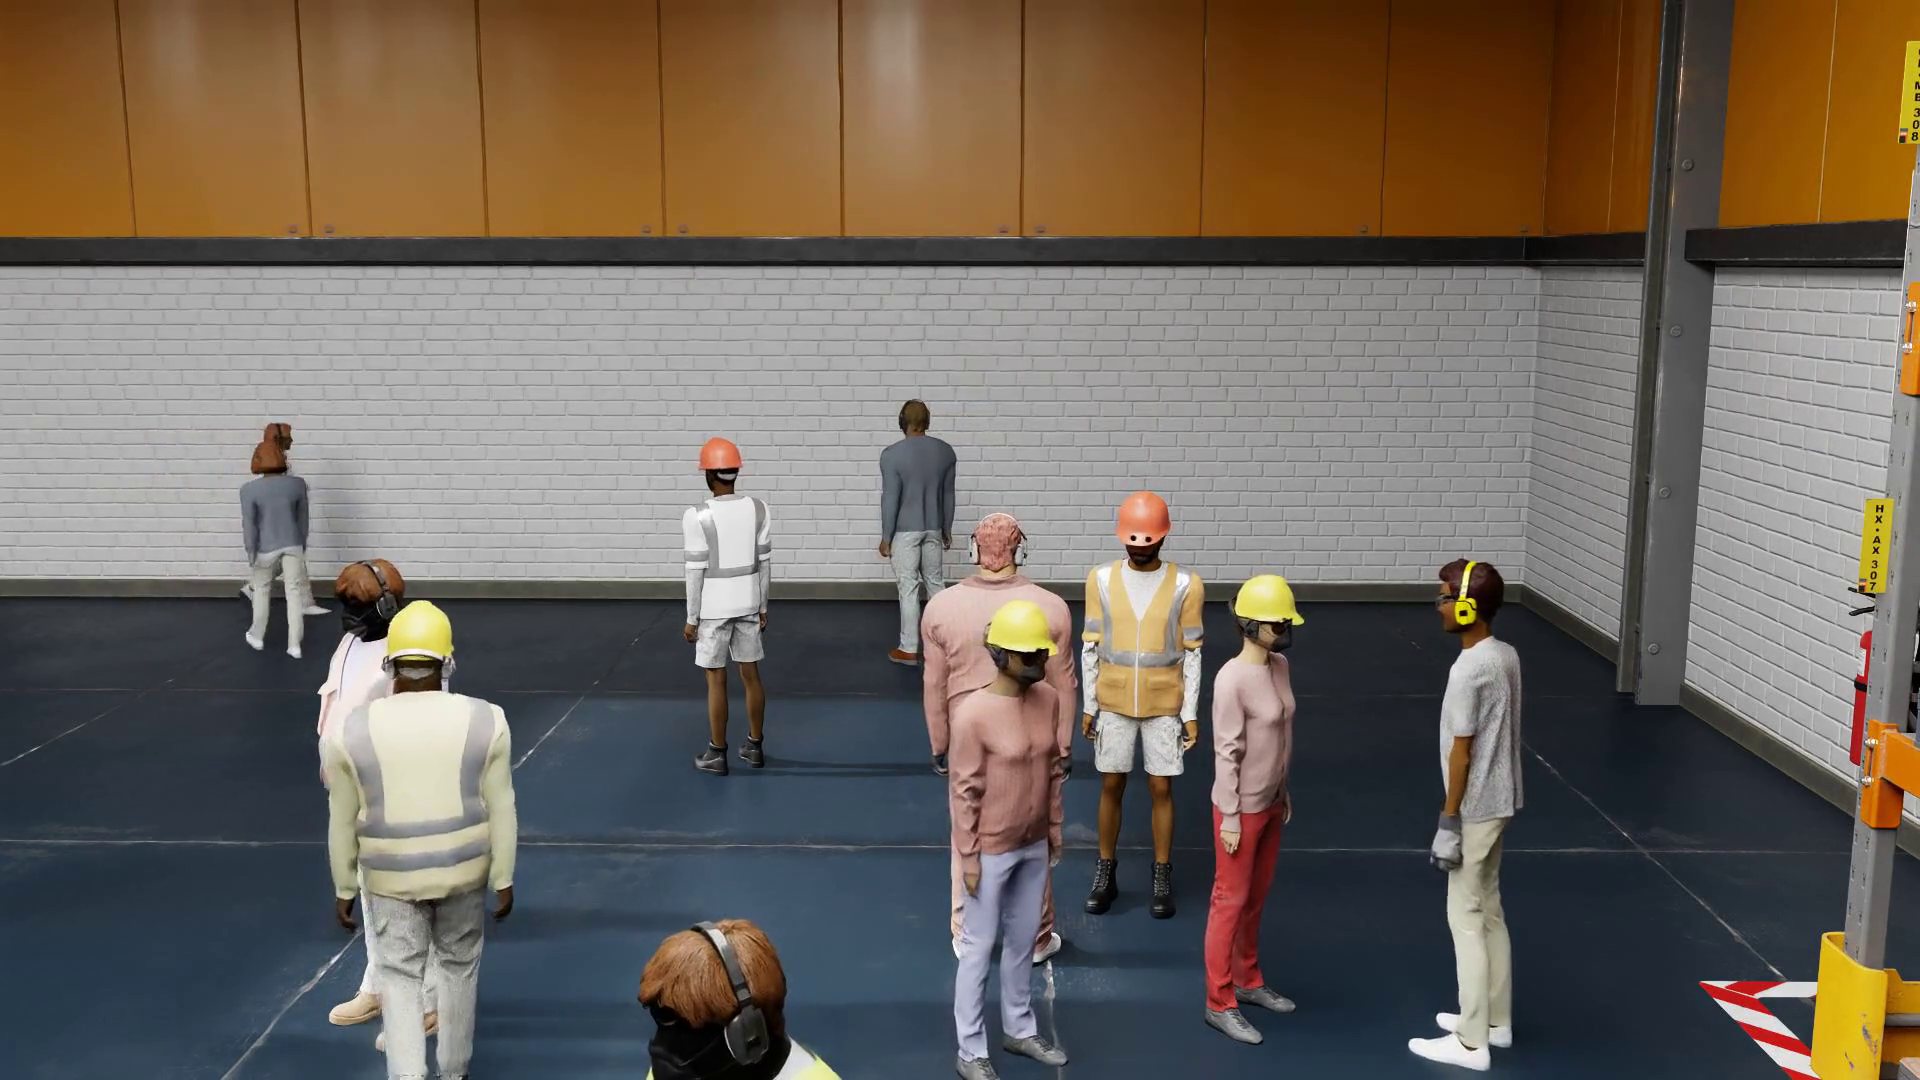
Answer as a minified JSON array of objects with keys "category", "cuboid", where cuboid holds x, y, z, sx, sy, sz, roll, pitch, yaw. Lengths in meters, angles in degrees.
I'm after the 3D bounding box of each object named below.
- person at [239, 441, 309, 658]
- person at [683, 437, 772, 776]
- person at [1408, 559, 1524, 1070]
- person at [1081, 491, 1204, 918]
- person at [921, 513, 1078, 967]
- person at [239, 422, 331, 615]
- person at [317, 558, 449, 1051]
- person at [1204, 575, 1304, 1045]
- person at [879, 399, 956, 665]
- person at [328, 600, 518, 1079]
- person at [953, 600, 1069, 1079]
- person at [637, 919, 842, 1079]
[{"category":"person","cuboid":[-5.128,0.060,12.437,0.508,1.606,0.719,-7,12,-36]},{"category":"person","cuboid":[-1.338,0.379,9.508,0.544,1.938,0.355,-7,12,-36]},{"category":"person","cuboid":[1.876,0.994,6.089,0.338,1.860,0.504,7,11,34]},{"category":"person","cuboid":[0.803,0.733,7.421,0.543,1.928,0.372,2,10,12]},{"category":"person","cuboid":[0.170,0.831,6.909,0.640,1.905,0.410,1,10,8]},{"category":"person","cuboid":[-5.598,-0.162,13.700,0.647,1.622,0.532,-5,11,-25]},{"category":"person","cuboid":[-2.162,0.975,6.239,0.625,1.841,0.429,9,13,42]},{"category":"person","cuboid":[1.128,1.000,6.309,0.316,1.766,0.533,6,11,34]},{"category":"person","cuboid":[-0.312,-0.058,12.128,0.635,1.937,0.352,-6,11,-34]},{"category":"person","cuboid":[-1.773,1.106,5.535,0.603,1.809,0.710,-3,10,-17]},{"category":"person","cuboid":[0.193,1.075,5.882,0.525,1.761,0.339,-9,13,-44]},{"category":"person","cuboid":[-0.372,1.537,2.913,0.429,1.831,0.634,-8,12,-39]}]
